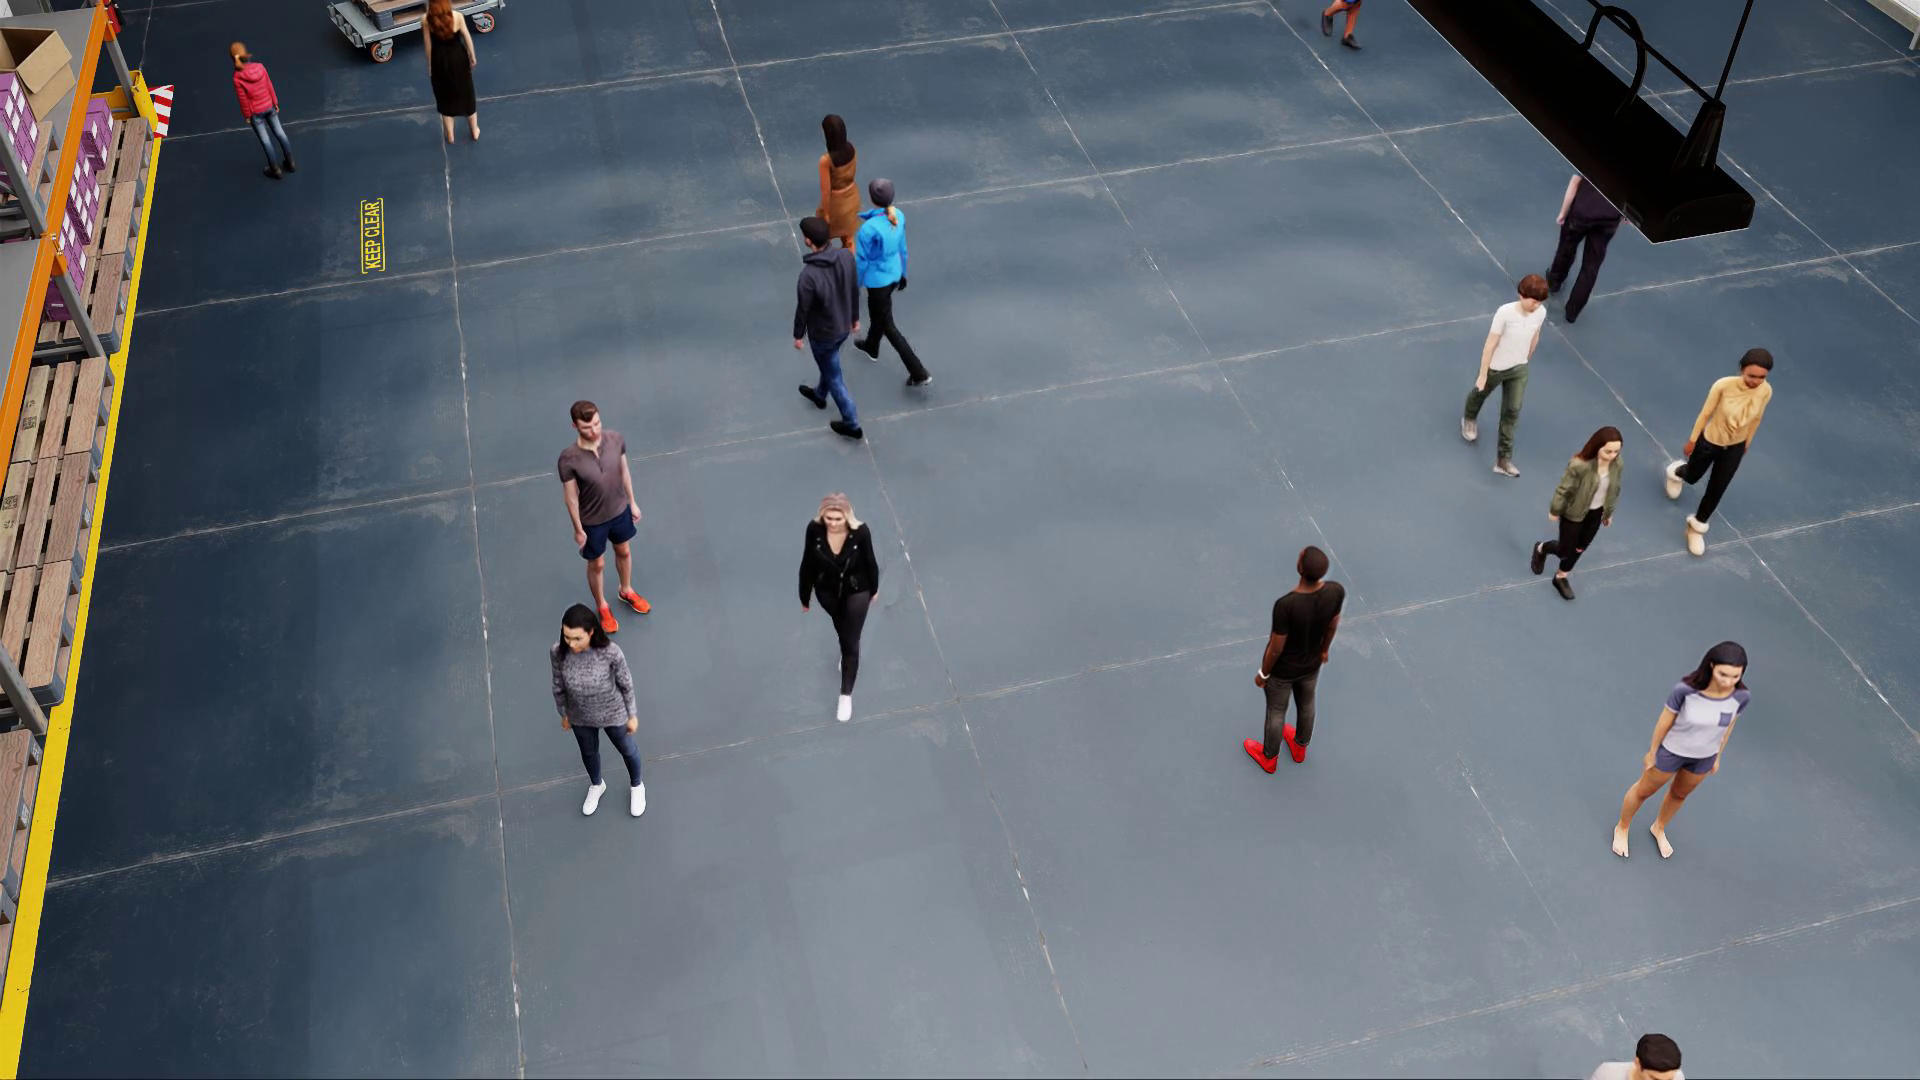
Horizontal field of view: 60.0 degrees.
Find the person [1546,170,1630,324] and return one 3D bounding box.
[{"bbox_3d":[5.178,-2.591,13.564,0.993,1.826,1.087,10,44,10],"label":"person"}]

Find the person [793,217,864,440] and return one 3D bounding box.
[{"bbox_3d":[-0.935,-1.537,12.436,1.154,1.857,1.023,32,52,29],"label":"person"}]

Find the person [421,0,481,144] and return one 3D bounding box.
[{"bbox_3d":[-4.795,-4.470,15.687,0.621,1.619,0.595,-14,45,-14],"label":"person"}]

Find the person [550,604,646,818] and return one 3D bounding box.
[{"bbox_3d":[-2.135,1.006,9.858,0.676,1.731,0.632,2,44,2],"label":"person"}]

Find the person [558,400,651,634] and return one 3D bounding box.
[{"bbox_3d":[-2.368,-0.185,11.020,0.719,1.852,0.699,-30,51,-28],"label":"person"}]

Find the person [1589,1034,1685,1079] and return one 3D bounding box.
[{"bbox_3d":[3.116,2.797,8.016,0.843,1.678,1.155,2,44,2],"label":"person"}]

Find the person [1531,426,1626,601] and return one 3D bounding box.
[{"bbox_3d":[4.215,-0.246,11.362,0.579,1.469,0.642,-9,44,-10],"label":"person"}]

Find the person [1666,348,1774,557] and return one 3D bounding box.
[{"bbox_3d":[5.341,-0.728,11.748,0.866,1.634,1.099,6,44,6],"label":"person"}]

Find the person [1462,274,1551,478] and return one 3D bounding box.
[{"bbox_3d":[4.024,-1.335,12.404,0.724,1.608,1.141,-4,44,-4],"label":"person"}]

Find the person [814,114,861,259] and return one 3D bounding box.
[{"bbox_3d":[-0.944,-2.740,13.829,0.708,1.678,0.670,31,52,29],"label":"person"}]

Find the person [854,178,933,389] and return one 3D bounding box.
[{"bbox_3d":[-0.540,-1.949,12.940,1.225,1.757,1.022,32,52,29],"label":"person"}]

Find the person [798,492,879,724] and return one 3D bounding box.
[{"bbox_3d":[-0.737,0.261,10.694,0.888,1.657,1.091,6,44,6],"label":"person"}]

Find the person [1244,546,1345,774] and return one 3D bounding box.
[{"bbox_3d":[2.034,0.730,10.095,0.679,1.804,0.566,-16,46,-17],"label":"person"}]

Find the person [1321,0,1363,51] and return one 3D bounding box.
[{"bbox_3d":[4.031,-5.957,17.125,0.731,1.789,0.883,-20,47,-20],"label":"person"}]

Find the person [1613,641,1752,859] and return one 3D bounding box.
[{"bbox_3d":[4.201,1.216,9.636,0.645,1.734,0.615,3,44,3],"label":"person"}]

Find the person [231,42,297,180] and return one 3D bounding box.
[{"bbox_3d":[-6.462,-3.981,15.394,0.625,1.315,0.588,32,52,29],"label":"person"}]
